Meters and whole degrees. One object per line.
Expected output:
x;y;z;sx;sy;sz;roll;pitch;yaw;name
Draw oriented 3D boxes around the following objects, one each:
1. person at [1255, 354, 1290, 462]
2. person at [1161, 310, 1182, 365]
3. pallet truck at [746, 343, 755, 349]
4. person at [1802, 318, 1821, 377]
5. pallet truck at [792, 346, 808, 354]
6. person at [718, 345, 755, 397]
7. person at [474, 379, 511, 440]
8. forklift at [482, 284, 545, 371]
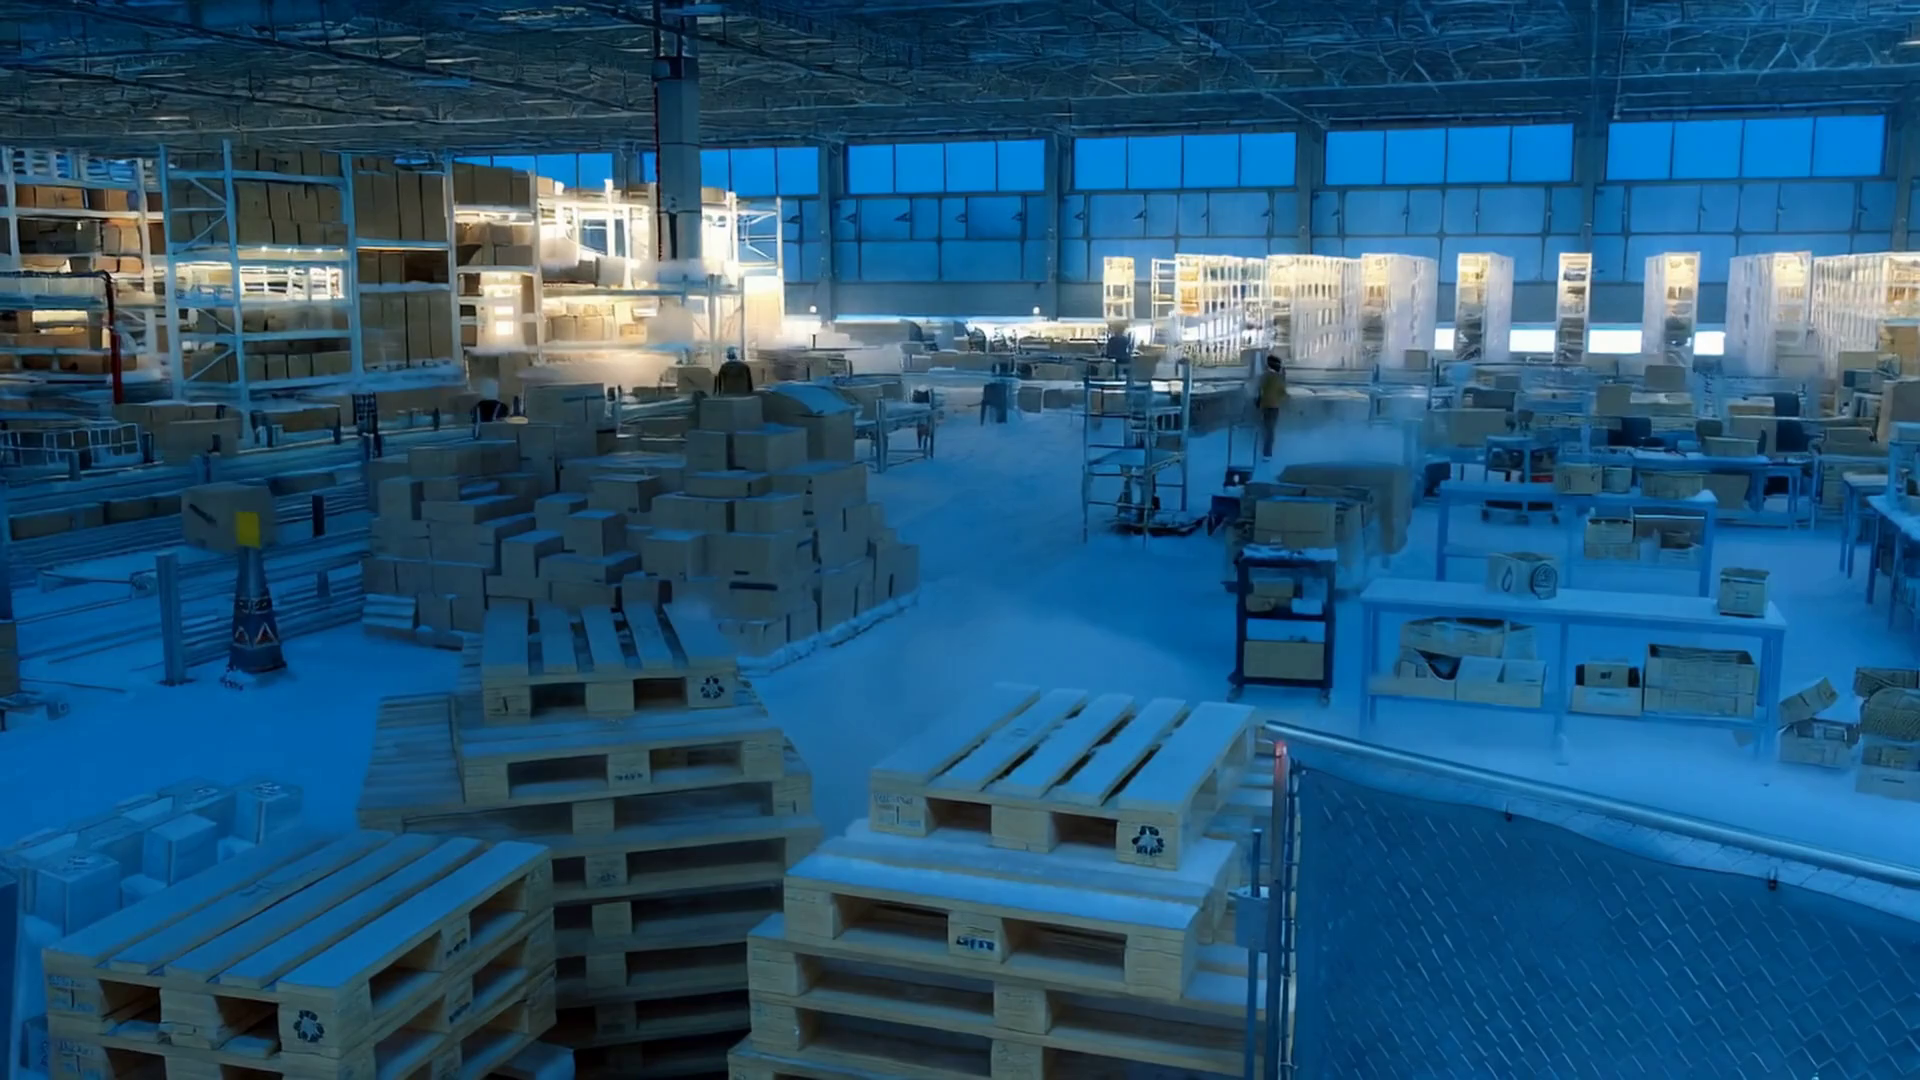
5.147;-2.155;27.156;0.715;1.739;0.557;-9;13;-44;person
6.804;-6.364;52.997;1.046;1.948;0.634;1;9;4;person
-6.183;-4.618;44.264;1.601;1.201;0.680;-9;12;-43;pallet truck
24.114;-5.381;47.232;0.717;1.809;0.571;6;11;31;person
-3.705;-4.298;42.022;0.653;1.274;1.630;3;10;20;pallet truck
-3.956;-2.563;29.583;0.620;1.788;0.807;0;9;2;person
-6.078;-1.288;21.960;0.547;1.657;0.798;4;10;24;person
-10.832;-4.702;39.610;1.129;2.768;1.873;3;10;20;forklift
